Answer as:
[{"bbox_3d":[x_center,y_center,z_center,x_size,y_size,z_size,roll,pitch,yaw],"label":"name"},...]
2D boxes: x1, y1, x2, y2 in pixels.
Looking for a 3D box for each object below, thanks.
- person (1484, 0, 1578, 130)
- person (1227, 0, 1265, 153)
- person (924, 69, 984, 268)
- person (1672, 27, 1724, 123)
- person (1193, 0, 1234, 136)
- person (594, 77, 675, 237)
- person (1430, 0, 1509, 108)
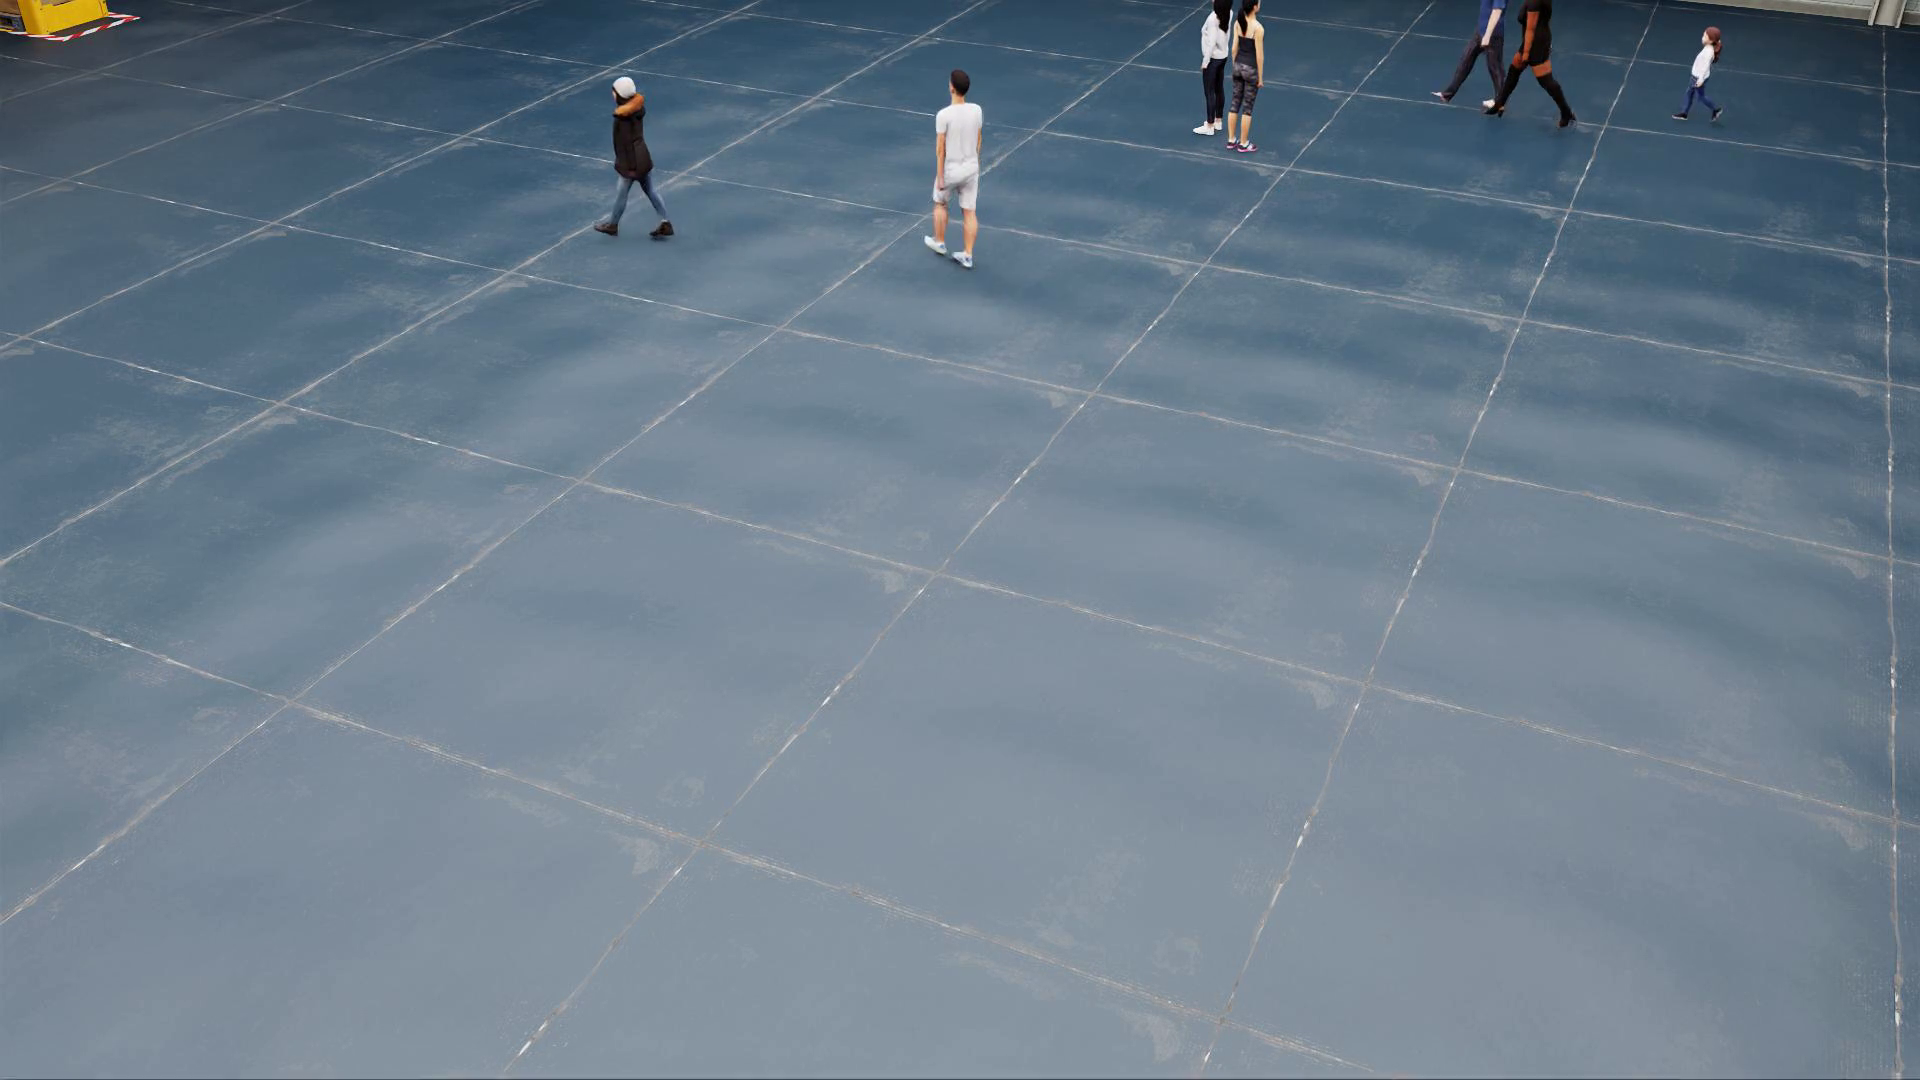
[{"bbox_3d":[6.689,-5.572,19.060,1.353,1.772,0.795,18,36,26],"label":"person"},{"bbox_3d":[3.177,-5.202,18.514,0.709,1.730,0.603,-25,40,-34],"label":"person"},{"bbox_3d":[0.031,-3.455,15.649,0.996,1.832,1.089,-16,36,-24],"label":"person"},{"bbox_3d":[8.743,-5.438,19.483,0.781,1.096,0.541,7,33,11],"label":"person"},{"bbox_3d":[2.928,-5.513,19.034,0.595,1.701,0.649,20,37,28],"label":"person"},{"bbox_3d":[-3.112,-3.691,16.249,1.119,1.591,0.844,4,33,7],"label":"person"},{"bbox_3d":[6.355,-5.979,19.661,1.262,1.821,1.054,-1,32,-2],"label":"person"}]
